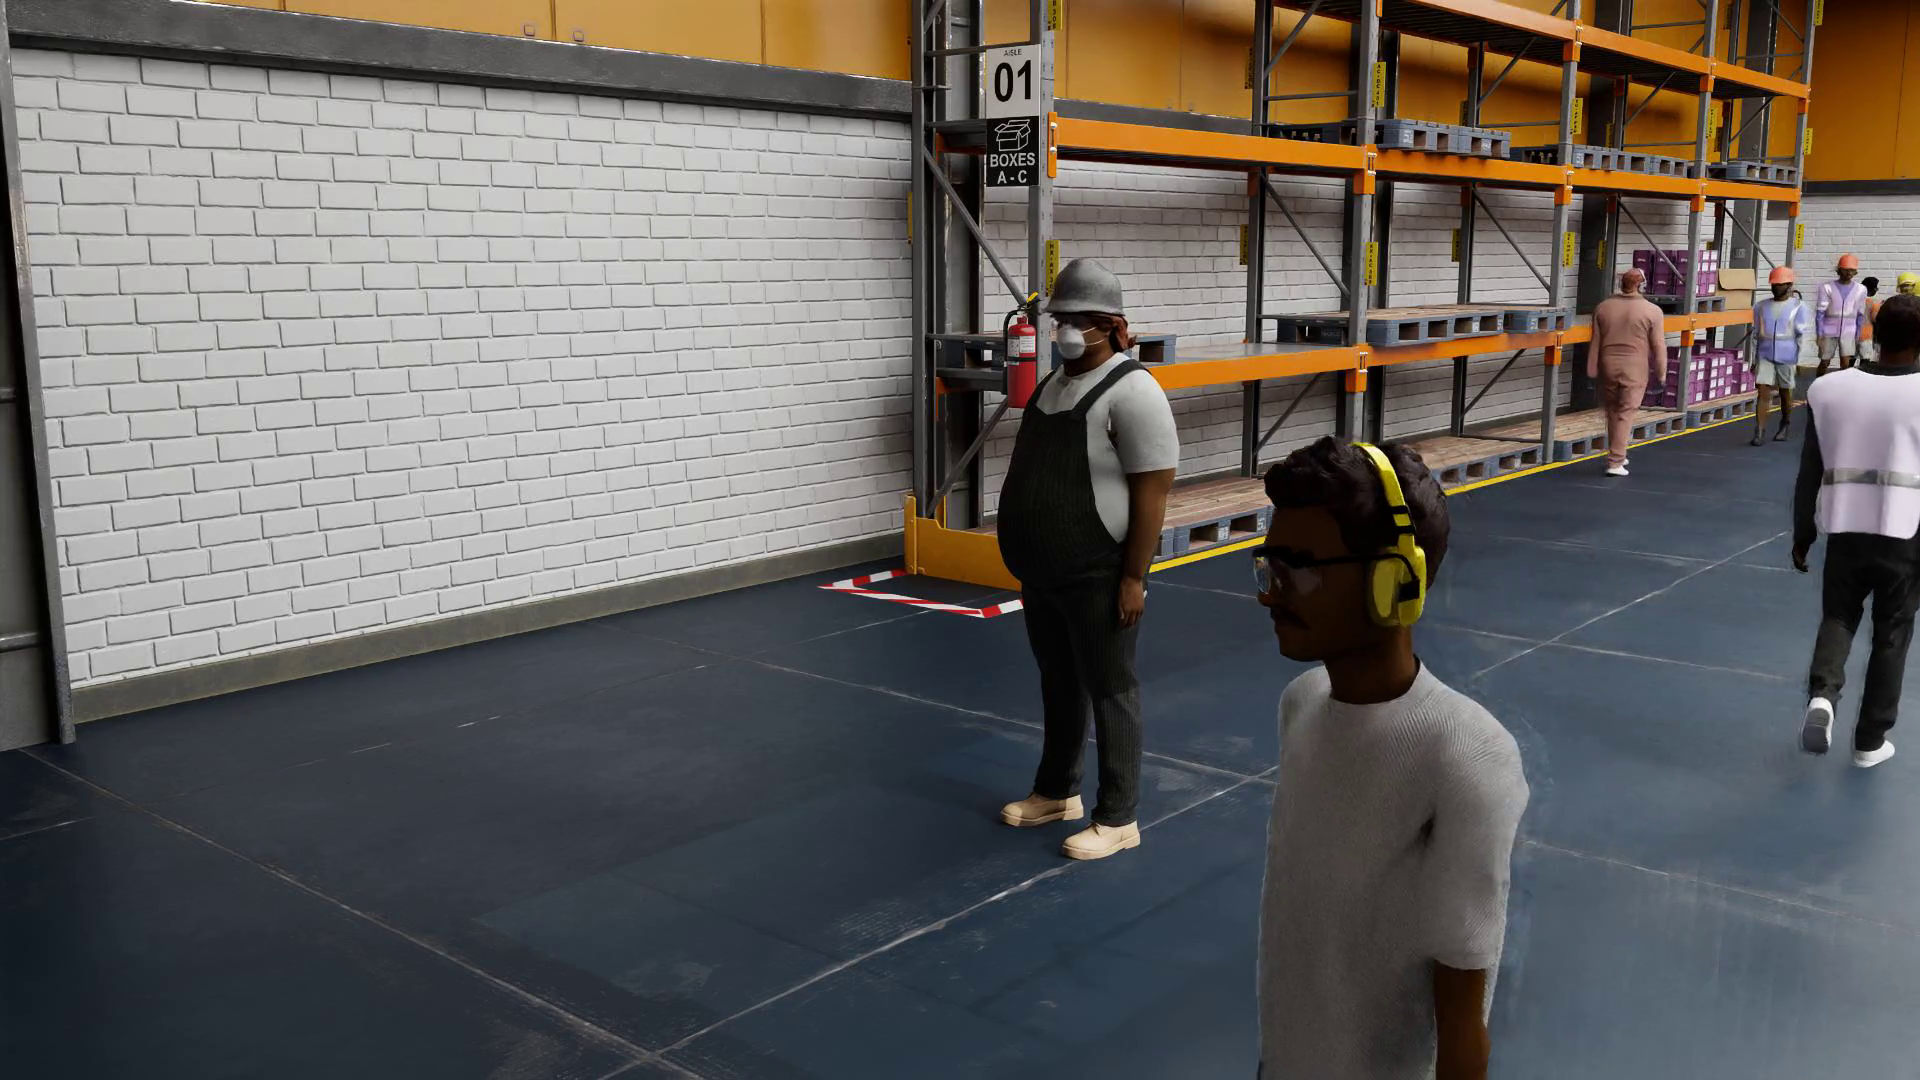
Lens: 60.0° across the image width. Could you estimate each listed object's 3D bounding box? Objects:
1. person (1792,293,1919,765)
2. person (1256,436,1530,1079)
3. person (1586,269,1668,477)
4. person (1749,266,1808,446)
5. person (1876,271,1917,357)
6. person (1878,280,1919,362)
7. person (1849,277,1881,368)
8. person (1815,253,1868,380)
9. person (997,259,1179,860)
[{"bbox_3d":[3.617,-0.020,6.581,0.611,1.899,0.526,9,13,42],"label":"person"},{"bbox_3d":[0.555,0.786,2.168,0.649,1.846,0.543,-4,11,-20],"label":"person"},{"bbox_3d":[6.175,-1.538,15.277,0.854,1.875,0.678,-10,14,-43],"label":"person"},{"bbox_3d":[8.690,-1.958,17.663,0.556,1.896,0.970,8,13,38],"label":"person"},{"bbox_3d":[11.149,-2.263,19.617,0.619,1.815,0.535,6,12,30],"label":"person"},{"bbox_3d":[6.876,-0.982,12.115,0.894,1.893,0.589,-2,10,-14],"label":"person"},{"bbox_3d":[12.345,-2.752,22.756,0.323,1.688,0.536,-2,10,-14],"label":"person"},{"bbox_3d":[11.449,-2.727,21.707,0.602,2.015,0.900,3,10,17],"label":"person"},{"bbox_3d":[0.387,0.062,5.726,0.539,2.000,0.688,-6,12,-30],"label":"person"}]
